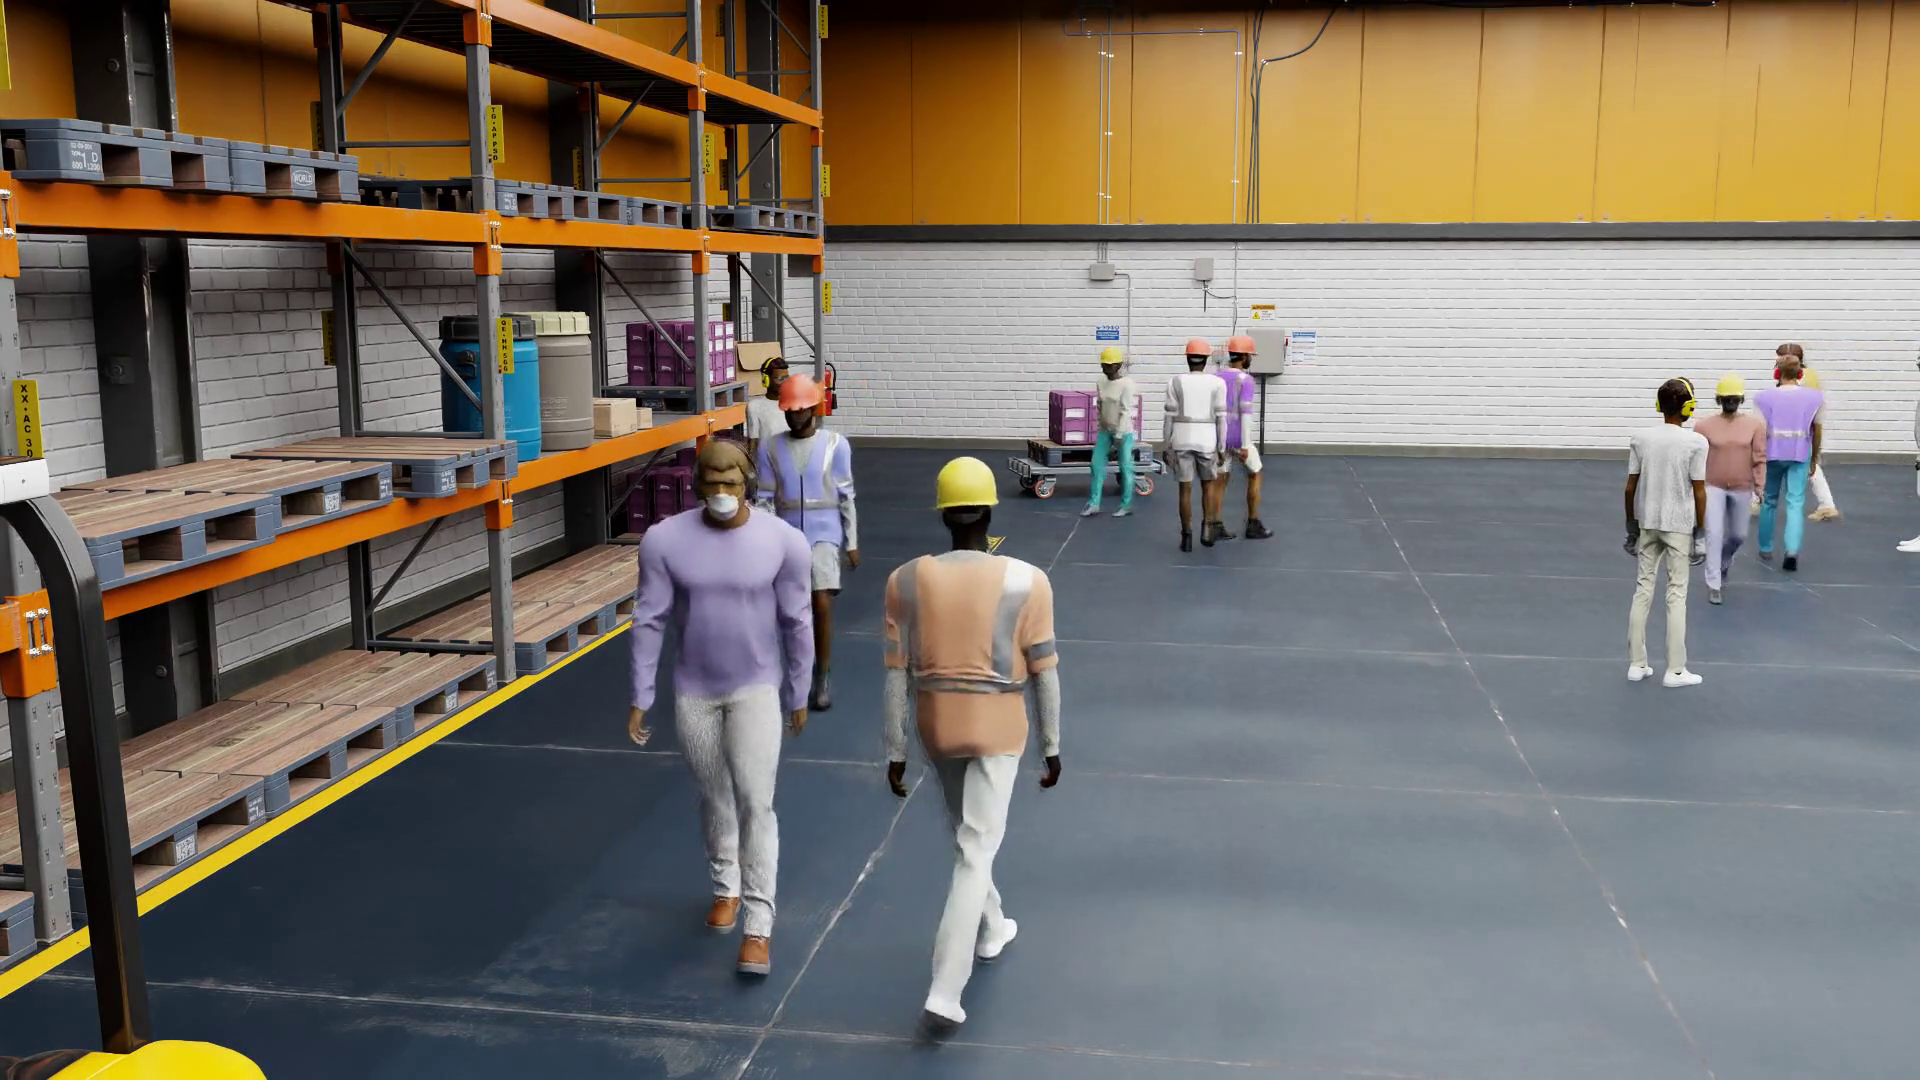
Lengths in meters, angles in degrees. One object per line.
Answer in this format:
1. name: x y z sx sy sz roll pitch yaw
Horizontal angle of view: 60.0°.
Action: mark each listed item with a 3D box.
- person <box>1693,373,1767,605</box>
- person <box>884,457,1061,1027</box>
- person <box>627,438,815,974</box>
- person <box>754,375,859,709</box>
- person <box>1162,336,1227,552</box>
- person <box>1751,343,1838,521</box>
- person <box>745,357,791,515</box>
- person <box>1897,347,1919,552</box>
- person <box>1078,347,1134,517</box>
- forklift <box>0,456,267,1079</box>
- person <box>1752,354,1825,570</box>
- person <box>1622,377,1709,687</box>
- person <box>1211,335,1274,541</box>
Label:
1. person: 5.854 -0.416 12.721 0.525 1.742 0.740 3 10 15
2. person: 0.023 0.660 5.683 0.598 1.881 0.994 3 10 20
3. person: -0.874 0.594 6.027 0.655 1.903 0.911 1 9 4
4. person: -0.901 0.017 9.520 0.587 1.909 0.729 1 9 6
5. person: 2.098 -0.855 14.908 0.561 1.917 0.482 1 9 3
6. person: 8.414 -1.089 16.761 0.608 1.792 0.984 -7 11 -36
7. person: -1.414 -0.458 12.657 0.317 1.856 0.516 8 12 40
8. person: 8.612 -0.818 14.821 0.312 1.869 0.535 7 11 35
9. person: 1.492 -1.073 16.764 0.697 1.739 0.523 -9 13 -44
10. forklift: -2.328 0.975 2.765 2.313 2.155 1.214 1 9 9
11. person: 7.007 -0.671 14.129 0.558 1.808 0.934 4 10 24
12. person: 4.279 -0.049 10.088 0.336 1.868 0.521 -7 12 -38
13. person: 2.628 -0.951 15.506 0.771 1.910 0.563 -7 11 -35
